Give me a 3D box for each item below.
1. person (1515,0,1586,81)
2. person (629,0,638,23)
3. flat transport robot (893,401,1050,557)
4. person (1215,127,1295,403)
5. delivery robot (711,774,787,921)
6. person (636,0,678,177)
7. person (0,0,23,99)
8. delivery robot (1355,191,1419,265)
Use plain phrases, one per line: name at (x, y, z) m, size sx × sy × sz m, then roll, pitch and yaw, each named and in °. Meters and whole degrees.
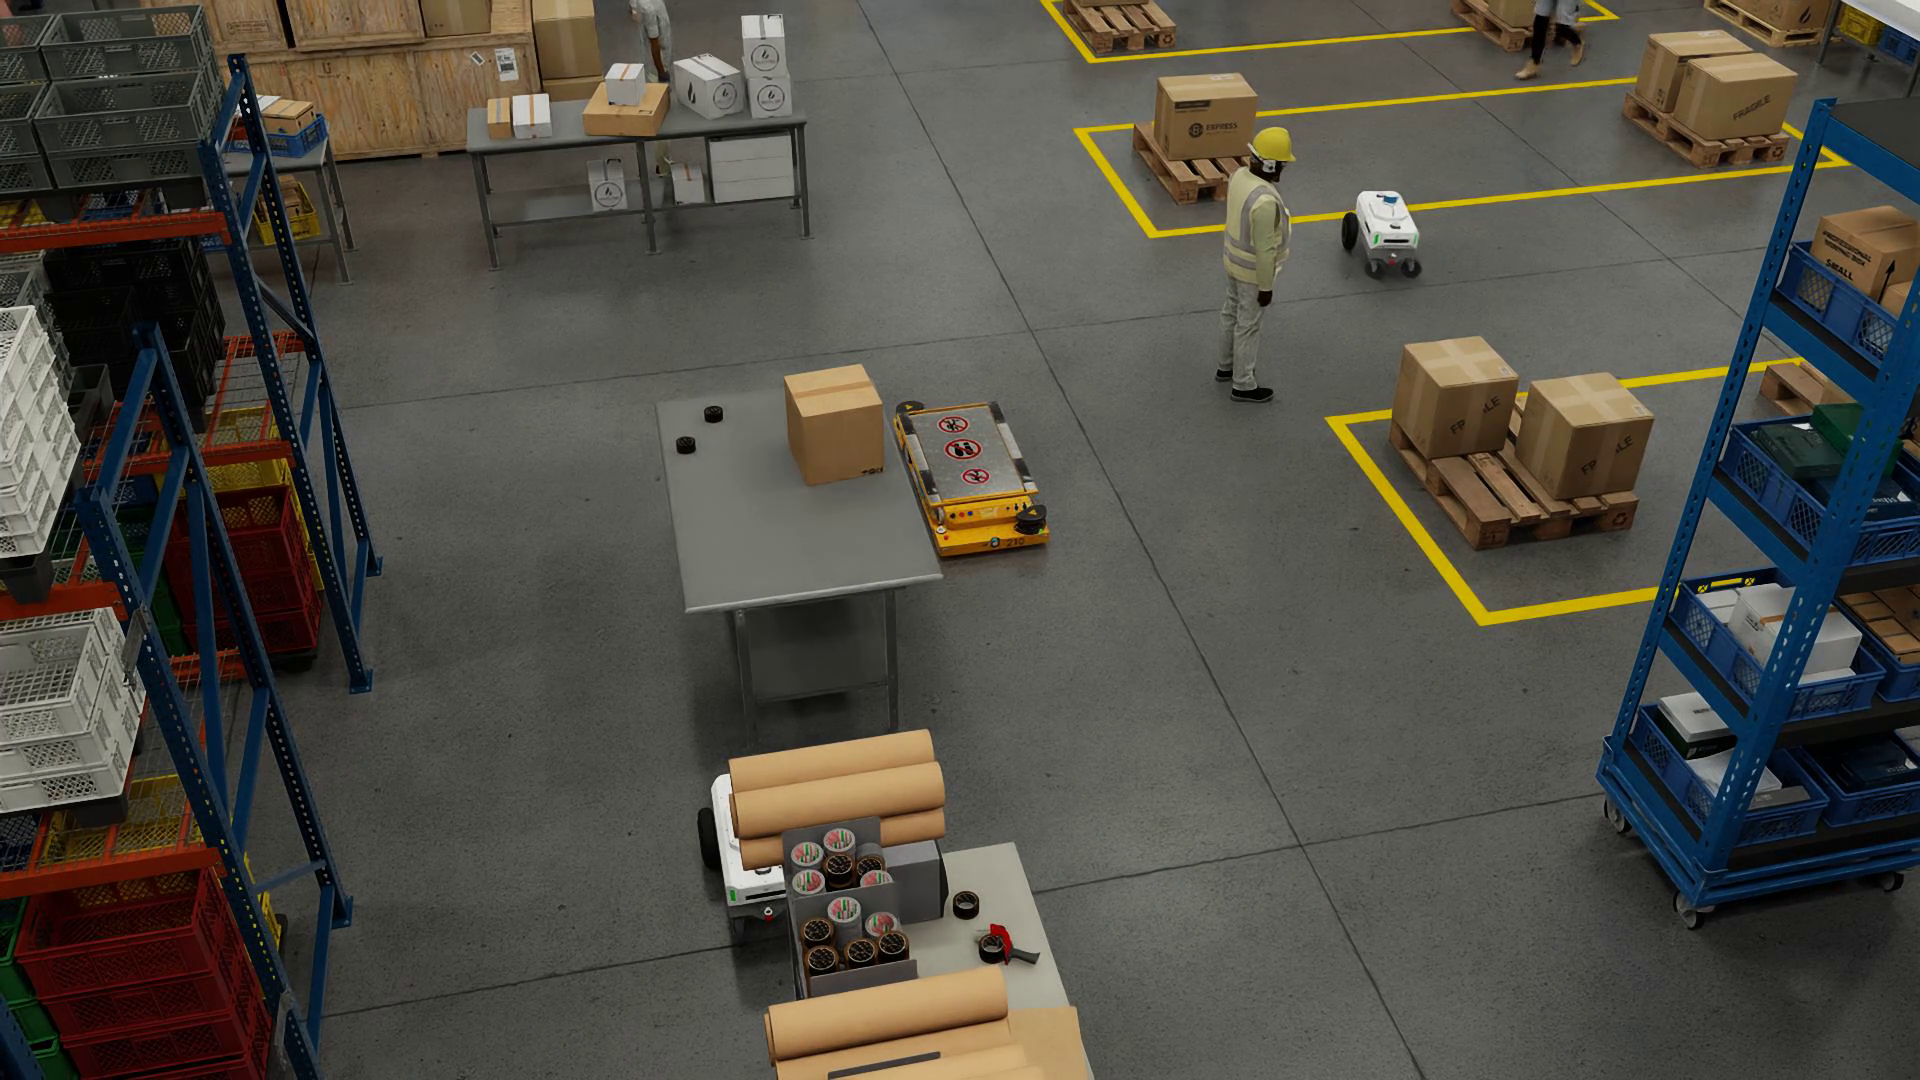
person at (5.489, -5.006, 15.077) m, size 0.581 × 1.674 × 0.540 m, roll -19°, pitch 41°, yaw -24°
person at (-3.214, -6.063, 16.373) m, size 0.429 × 1.845 × 0.622 m, roll -8°, pitch 37°, yaw -10°
flat transport robot at (0.046, -0.430, 10.108) m, size 0.652 × 0.197 × 1.431 m, roll -8°, pitch 37°, yaw -10°
person at (1.875, -1.749, 10.591) m, size 0.403 × 1.823 × 0.587 m, roll -8°, pitch 37°, yaw -10°
delivery robot at (-0.905, 1.343, 7.414) m, size 0.477 × 0.478 × 0.707 m, roll -8°, pitch 37°, yaw -10°
person at (-2.364, -3.741, 13.228) m, size 0.329 × 1.873 × 0.514 m, roll -8°, pitch 37°, yaw -10°
person at (-7.679, -3.835, 13.324) m, size 0.407 × 1.910 × 0.638 m, roll -8°, pitch 37°, yaw -10°
delivery robot at (3.176, -2.356, 12.385) m, size 0.477 × 0.478 × 0.707 m, roll 0°, pitch 37°, yaw 0°
